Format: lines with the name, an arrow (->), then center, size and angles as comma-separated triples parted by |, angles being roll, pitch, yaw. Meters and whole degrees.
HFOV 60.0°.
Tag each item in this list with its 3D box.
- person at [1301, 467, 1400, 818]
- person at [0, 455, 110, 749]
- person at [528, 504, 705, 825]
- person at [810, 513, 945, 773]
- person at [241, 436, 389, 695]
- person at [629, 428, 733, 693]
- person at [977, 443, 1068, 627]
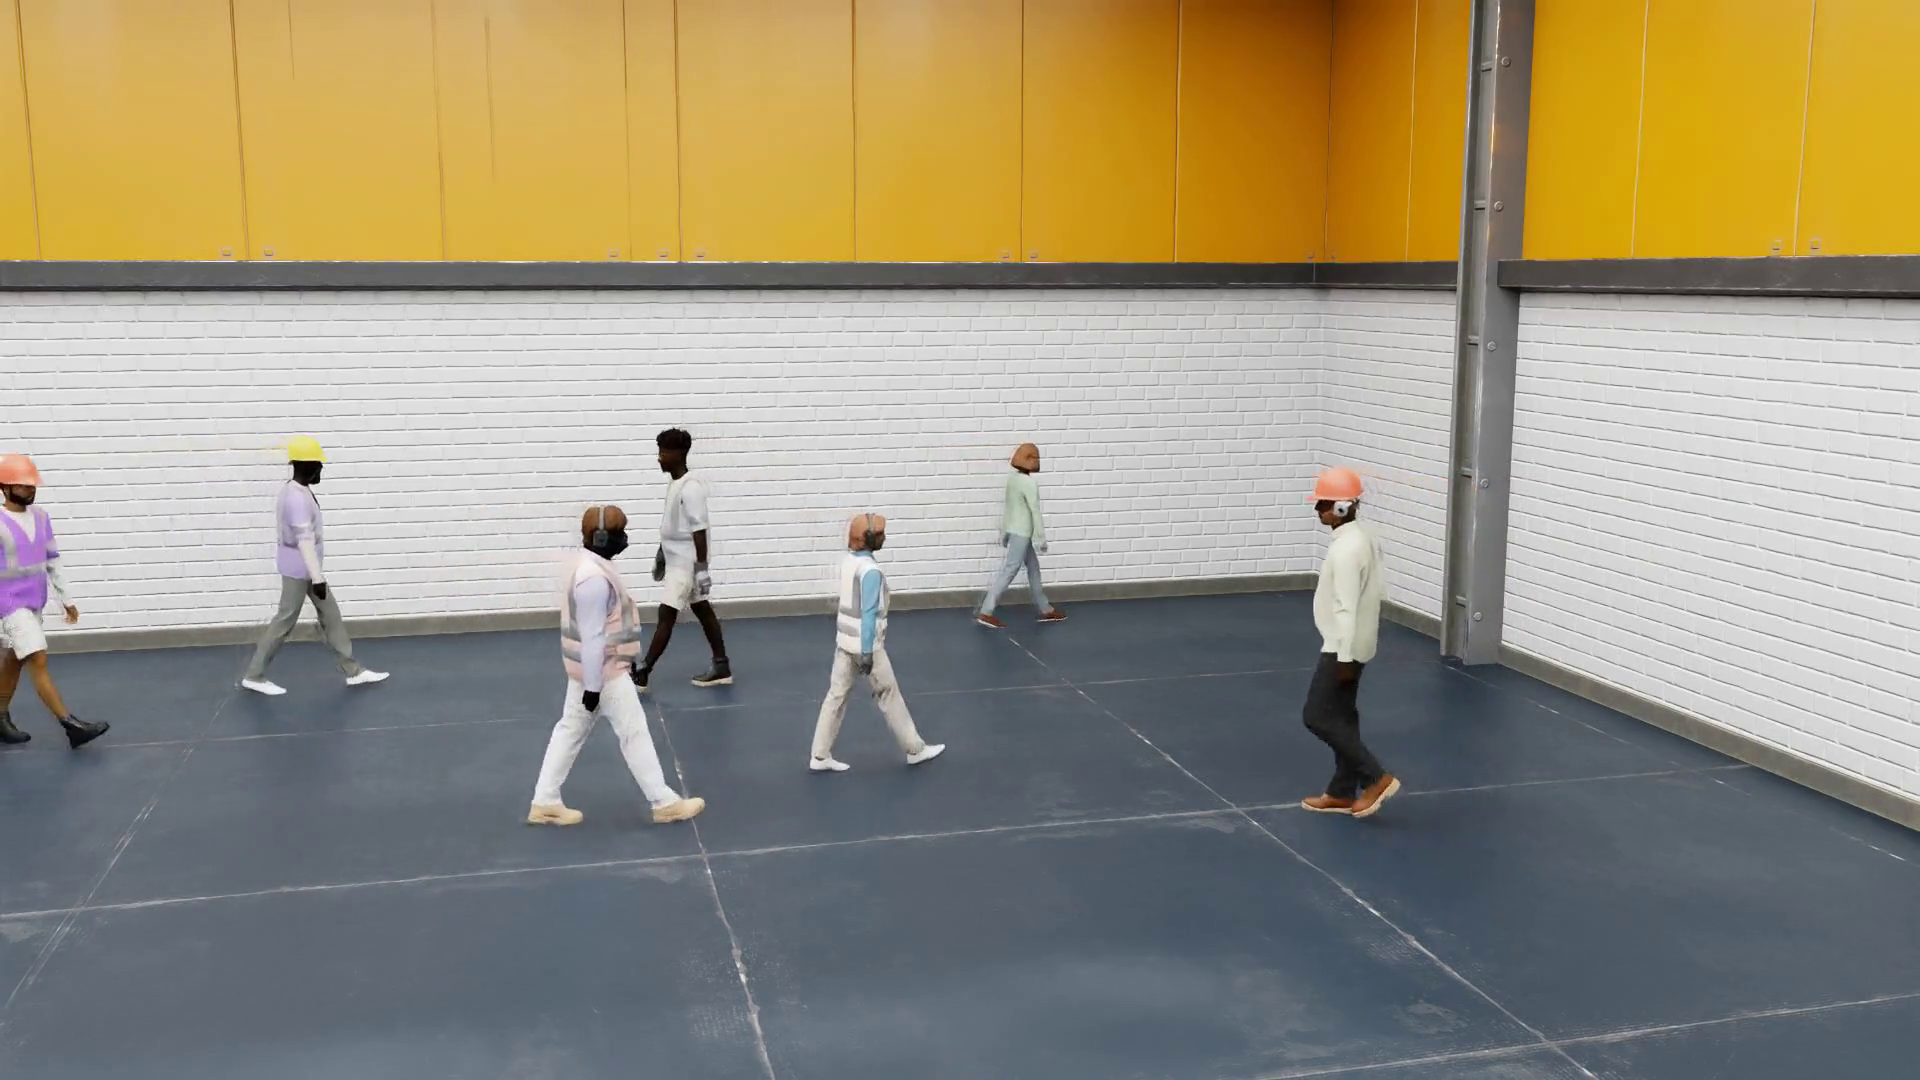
person -> 2.132, 0.581, 9.193 | 0.495, 1.981, 0.632 | 3, 10, 21
person -> -5.885, 0.400, 10.593 | 0.972, 1.884, 0.572 | 2, 9, 10
person -> -1.943, 0.691, 9.096 | 0.957, 1.799, 0.634 | -3, 10, -18
person -> -0.543, 0.624, 10.097 | 0.851, 1.585, 0.538 | -4, 10, -23
person -> -4.734, 0.187, 11.981 | 1.001, 1.883, 0.613 | -3, 10, -17
person -> -2.105, 0.156, 12.042 | 0.973, 1.906, 0.632 | -3, 10, -19
person -> 0.522, -0.042, 14.307 | 0.864, 1.587, 0.516 | -3, 10, -18
